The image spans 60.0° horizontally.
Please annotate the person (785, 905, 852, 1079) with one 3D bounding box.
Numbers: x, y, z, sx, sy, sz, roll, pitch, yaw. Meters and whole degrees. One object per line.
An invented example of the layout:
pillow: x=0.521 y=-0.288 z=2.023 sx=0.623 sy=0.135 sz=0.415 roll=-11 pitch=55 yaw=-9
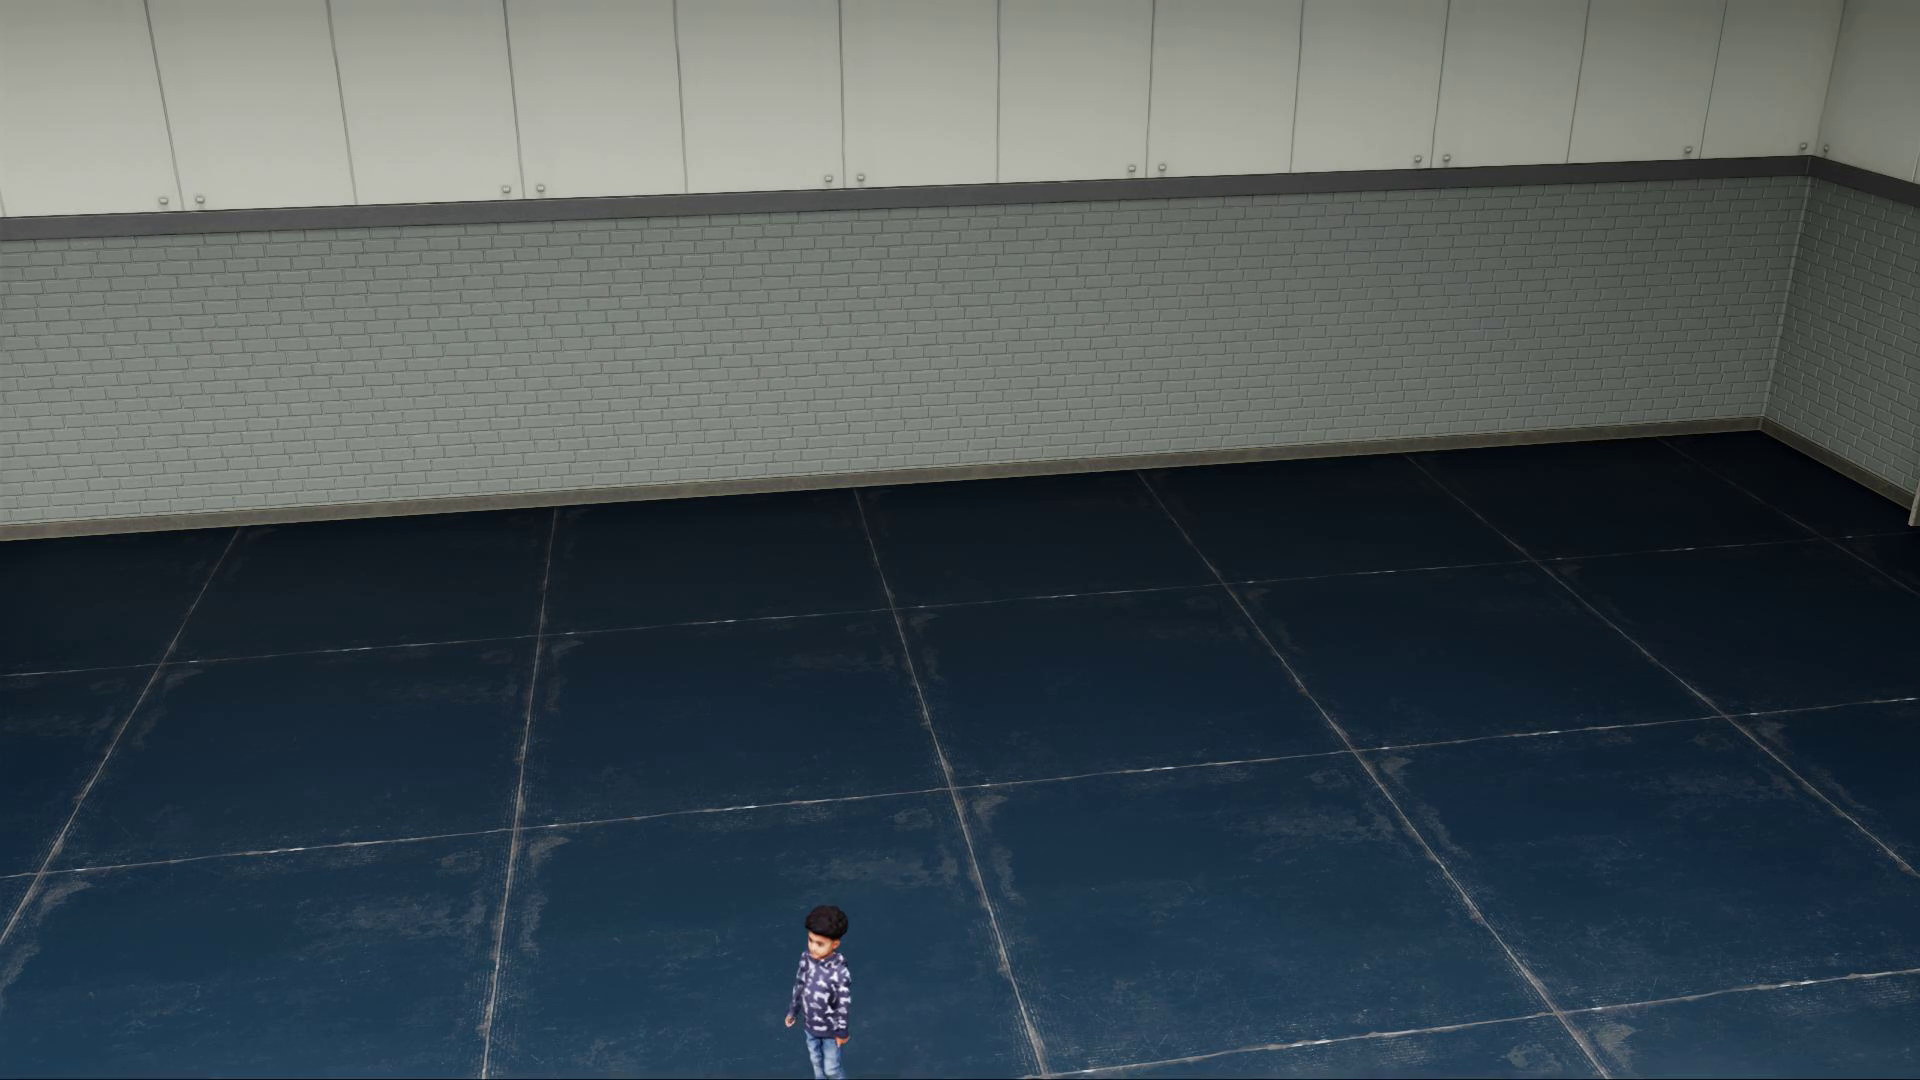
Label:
person: x=-0.689 y=2.427 z=8.566 sx=0.608 sy=1.246 sz=0.675 roll=21 pitch=31 yaw=40
